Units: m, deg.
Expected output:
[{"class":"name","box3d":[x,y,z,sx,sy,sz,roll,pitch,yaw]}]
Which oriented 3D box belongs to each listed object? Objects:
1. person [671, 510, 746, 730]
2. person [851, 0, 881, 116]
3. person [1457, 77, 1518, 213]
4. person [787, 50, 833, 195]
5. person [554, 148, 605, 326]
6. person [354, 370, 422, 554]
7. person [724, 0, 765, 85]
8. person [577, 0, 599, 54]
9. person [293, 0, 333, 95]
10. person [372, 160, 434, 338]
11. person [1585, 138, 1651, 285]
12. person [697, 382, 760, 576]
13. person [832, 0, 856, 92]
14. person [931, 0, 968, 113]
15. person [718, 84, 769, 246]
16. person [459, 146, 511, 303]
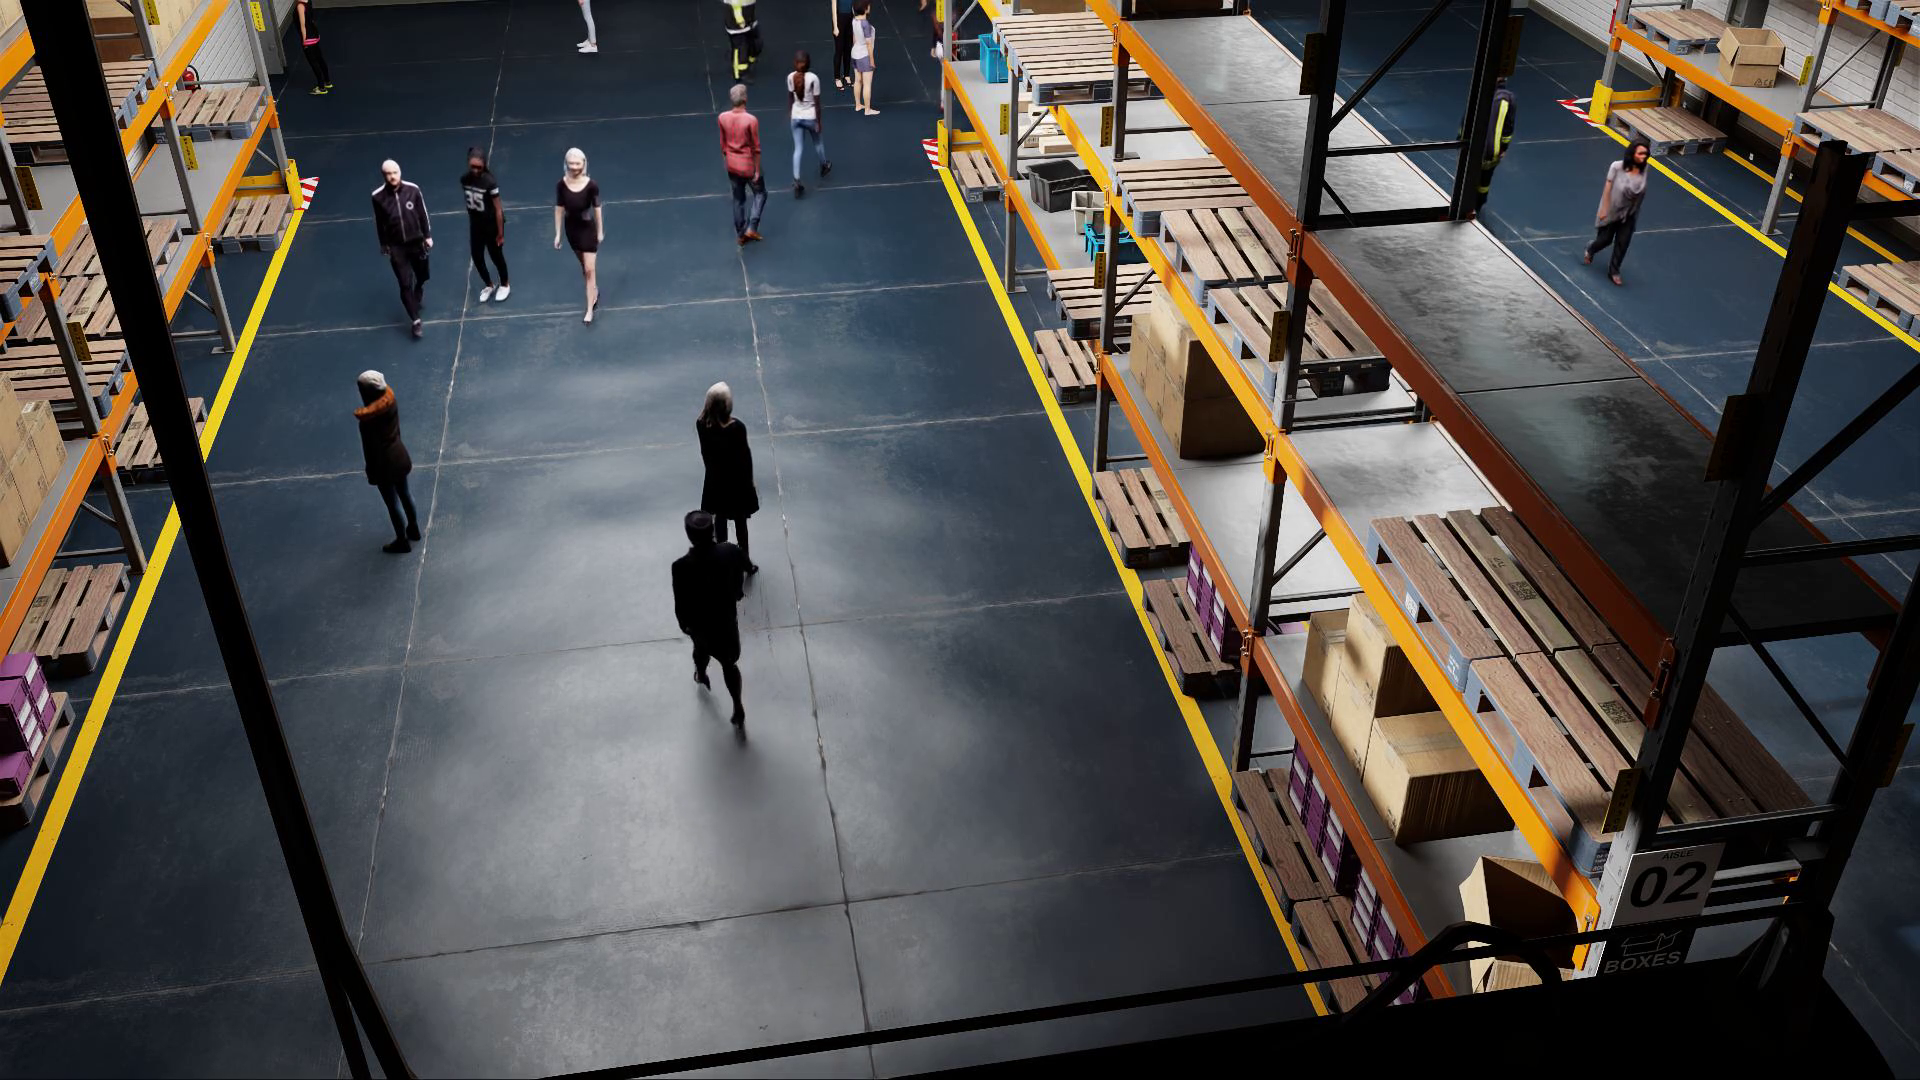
[{"class":"person","box3d":[-1.699,0.591,11.652,0.834,1.631,1.134,-13,36,-18]},{"class":"person","box3d":[-1.307,-6.554,22.460,0.697,1.566,0.583,-20,39,-27]},{"class":"person","box3d":[6.057,-4.576,19.246,0.944,1.830,1.161,4,34,6]},{"class":"person","box3d":[-1.901,-4.997,20.020,0.960,1.674,1.222,10,35,15]},{"class":"person","box3d":[-3.889,-3.191,17.195,0.783,1.794,1.136,3,34,4]},{"class":"person","box3d":[-4.651,-0.650,13.516,0.781,1.634,0.677,7,34,11]},{"class":"person","box3d":[-3.151,-7.385,23.356,0.996,1.959,0.918,14,36,20]},{"class":"person","box3d":[-5.593,-8.147,24.690,0.653,1.751,0.507,-7,34,-11]},{"class":"person","box3d":[-9.067,-7.034,23.198,0.621,1.550,0.480,-1,34,-2]},{"class":"person","box3d":[-5.657,-3.032,16.944,0.858,1.806,1.215,-13,36,-19]},{"class":"person","box3d":[7.115,-3.604,18.001,0.696,1.590,0.860,-2,34,-3]},{"class":"person","box3d":[-1.827,-0.468,13.142,0.686,1.747,0.701,9,35,13]},{"class":"person","box3d":[-1.627,-7.193,23.269,0.669,1.736,0.636,27,42,35]},{"class":"person","box3d":[-0.196,-6.568,22.455,0.804,1.596,0.861,23,40,30]},{"class":"person","box3d":[-2.473,-4.157,18.627,0.833,1.818,0.867,12,35,17]},{"class":"person","box3d":[-4.953,-3.307,17.439,0.748,1.718,0.794,15,36,21]}]
